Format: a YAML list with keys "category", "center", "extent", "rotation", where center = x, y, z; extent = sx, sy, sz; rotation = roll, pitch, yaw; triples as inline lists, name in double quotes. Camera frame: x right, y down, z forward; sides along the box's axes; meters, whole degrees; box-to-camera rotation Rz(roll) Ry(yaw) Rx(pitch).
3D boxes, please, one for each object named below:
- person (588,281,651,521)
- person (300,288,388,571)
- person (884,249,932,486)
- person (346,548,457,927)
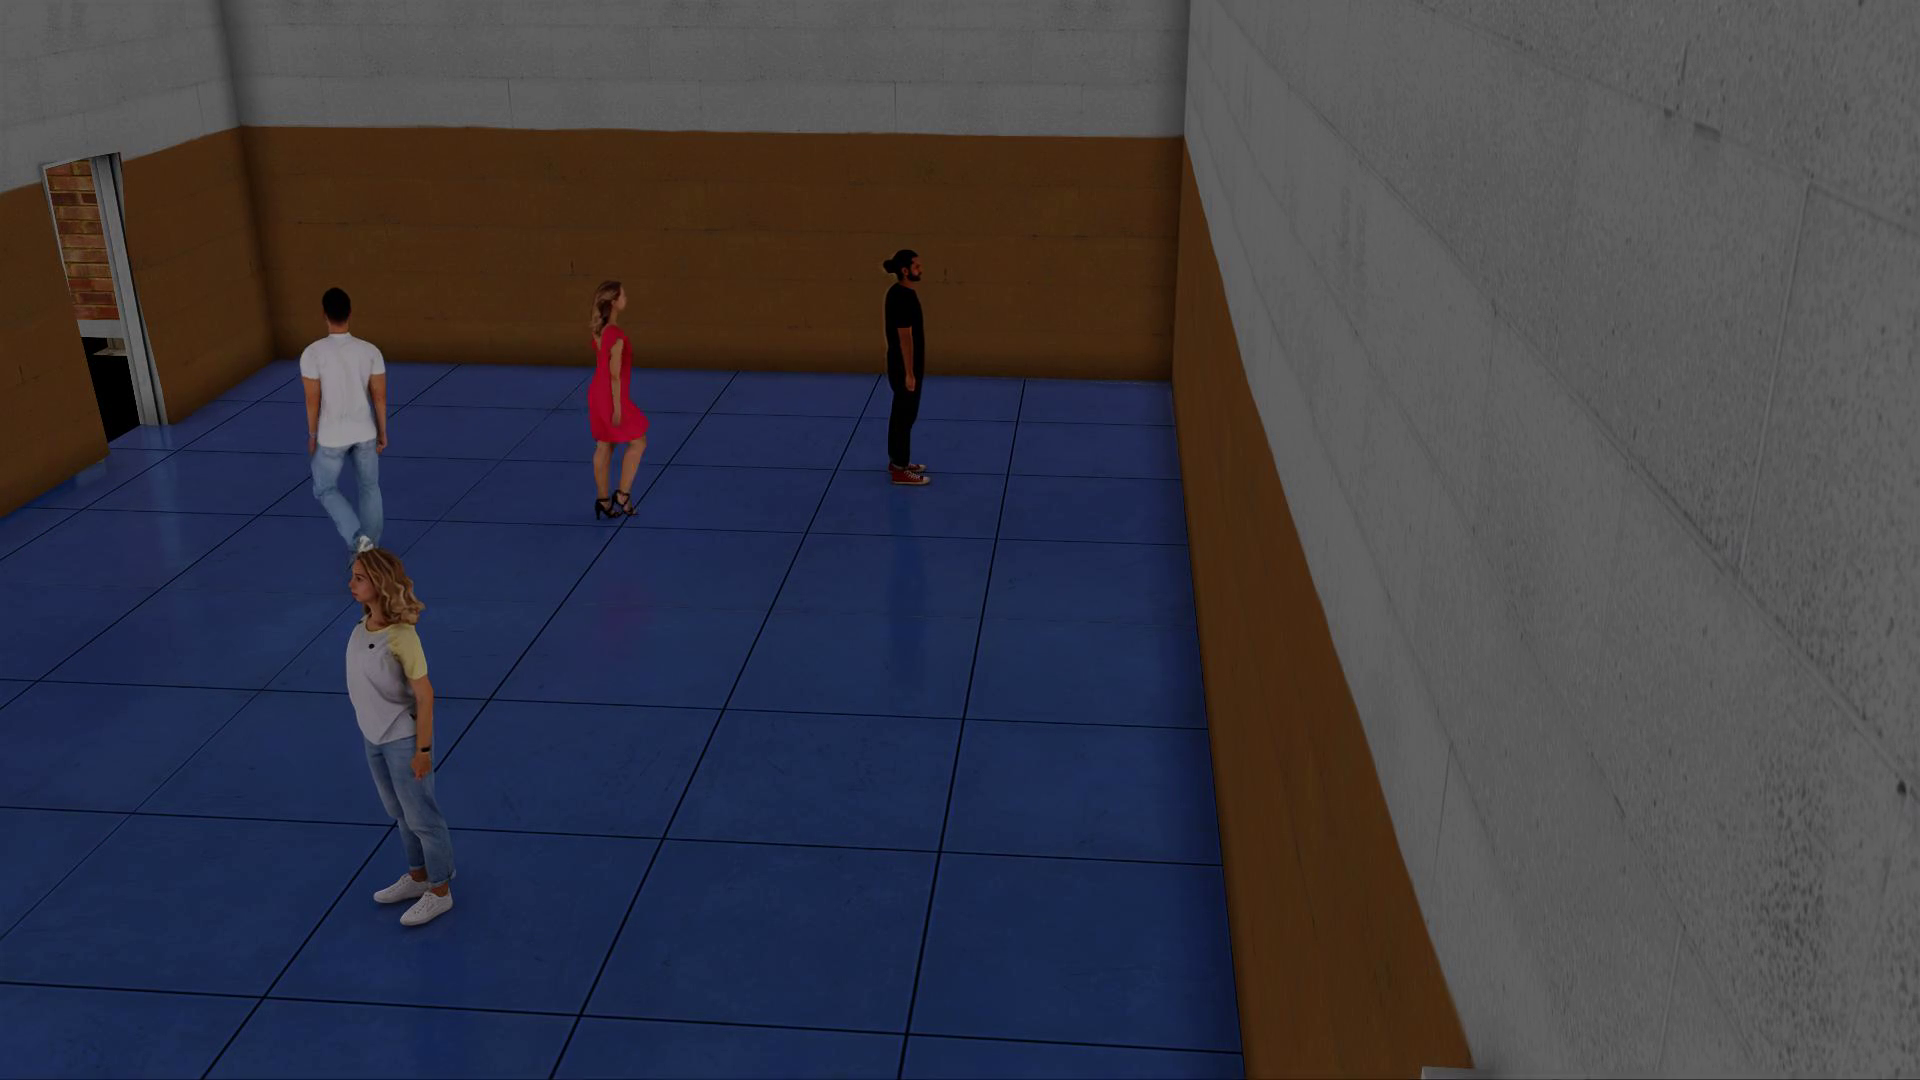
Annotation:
- category: "person"
  center: [-2.520, -0.950, 11.604]
  extent: [0.777, 1.715, 0.720]
  rotation: [-15, 26, -33]
- category: "person"
  center: [-3.969, -0.684, 10.766]
  extent: [0.989, 1.847, 1.042]
  rotation: [-16, 27, -34]
- category: "person"
  center: [-0.413, -1.295, 12.407]
  extent: [0.609, 1.757, 0.674]
  rotation: [-3, 22, -7]
- category: "person"
  center: [-2.396, 0.838, 7.124]
  extent: [0.771, 1.723, 0.693]
  rotation: [-20, 30, -41]
